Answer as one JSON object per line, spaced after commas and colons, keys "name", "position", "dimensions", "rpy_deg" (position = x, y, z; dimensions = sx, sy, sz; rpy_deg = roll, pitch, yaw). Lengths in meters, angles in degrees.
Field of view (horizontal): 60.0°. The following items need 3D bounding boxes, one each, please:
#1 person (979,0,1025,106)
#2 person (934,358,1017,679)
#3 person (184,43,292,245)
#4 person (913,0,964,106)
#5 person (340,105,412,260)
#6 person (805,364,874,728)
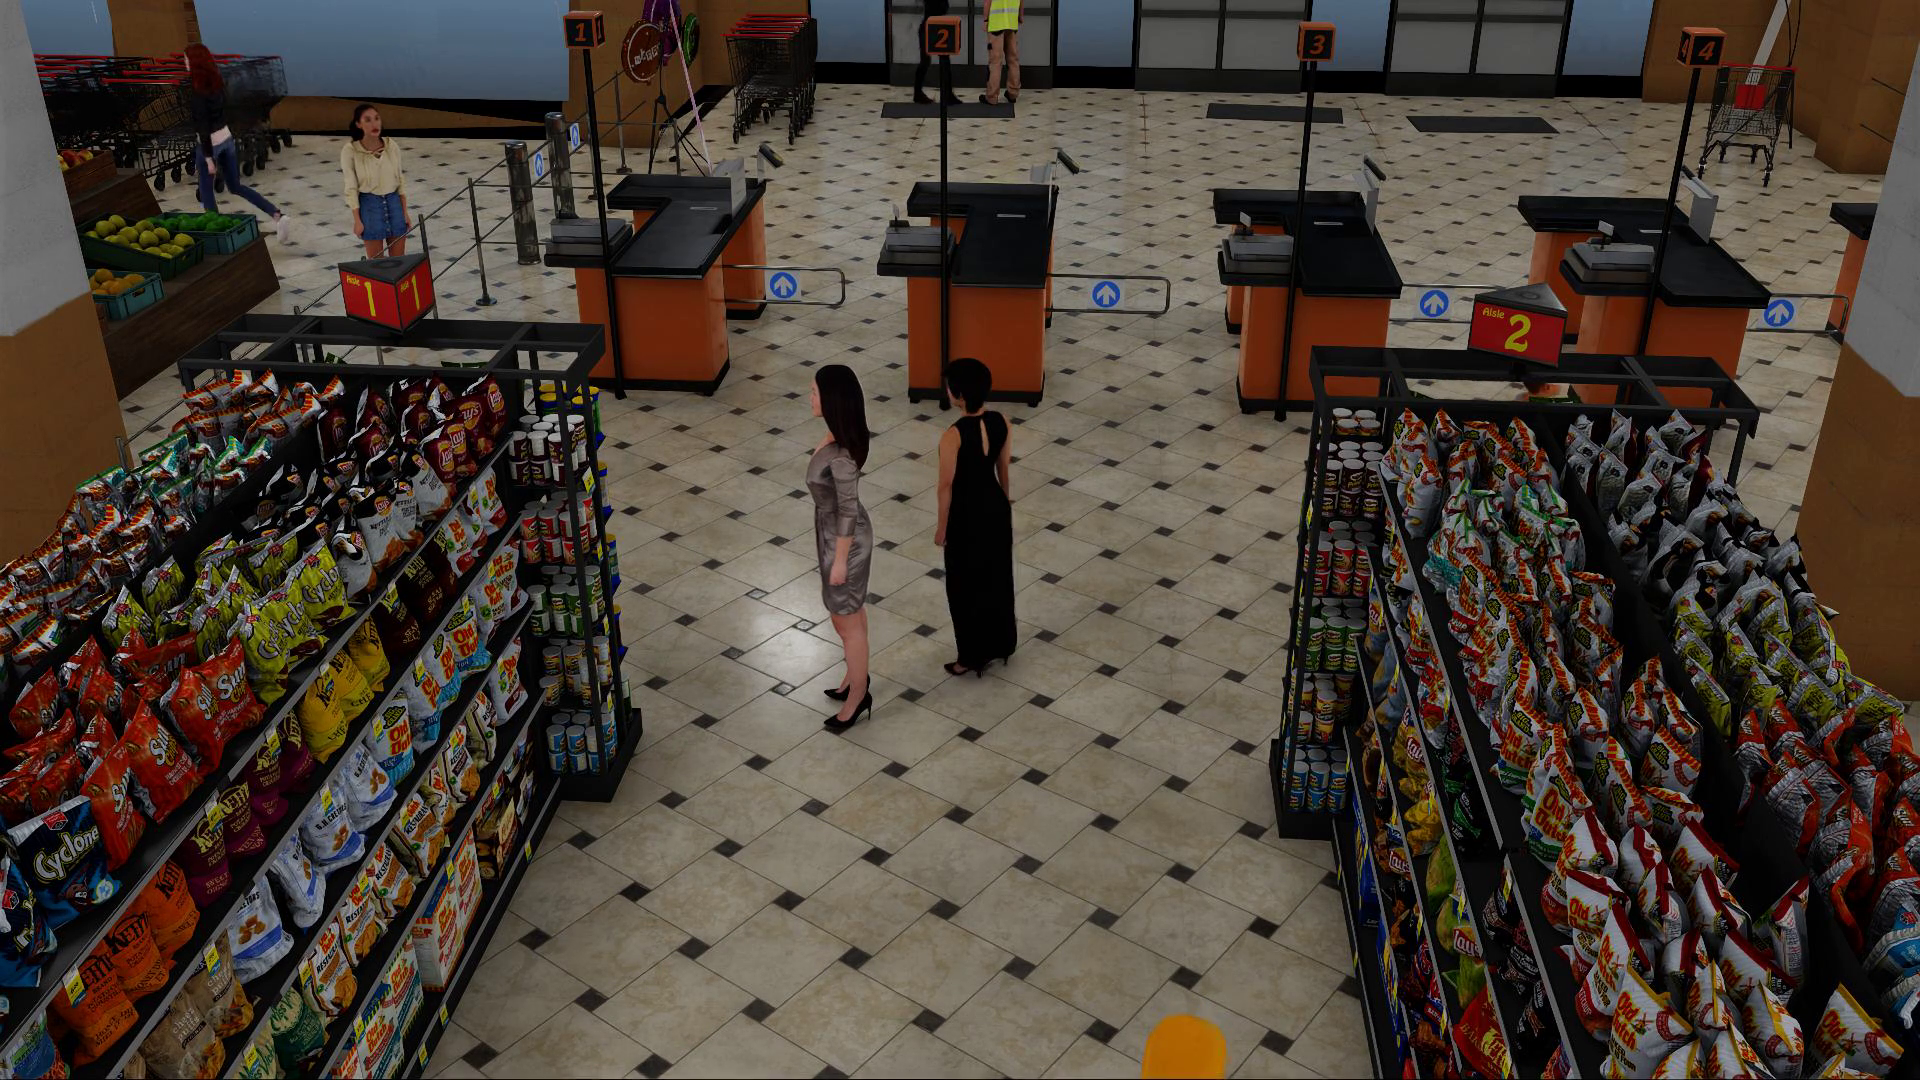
{"name": "person", "position": [0.483, -5.986, 19.238], "dimensions": [0.849, 1.846, 0.892], "rpy_deg": [-14, 30, -26]}
{"name": "person", "position": [0.089, -0.082, 7.879], "dimensions": [0.680, 1.590, 0.752], "rpy_deg": [-23, 35, -38]}
{"name": "person", "position": [-6.124, -3.237, 13.906], "dimensions": [0.679, 1.765, 1.040], "rpy_deg": [4, 27, 7]}
{"name": "person", "position": [-0.369, -5.817, 19.184], "dimensions": [0.941, 1.593, 0.960], "rpy_deg": [14, 30, 25]}
{"name": "person", "position": [-4.361, -2.454, 12.510], "dimensions": [0.720, 1.630, 0.786], "rpy_deg": [-22, 34, -36]}
{"name": "person", "position": [-0.521, 0.033, 7.479], "dimensions": [0.680, 1.746, 0.475], "rpy_deg": [-1, 27, -2]}
